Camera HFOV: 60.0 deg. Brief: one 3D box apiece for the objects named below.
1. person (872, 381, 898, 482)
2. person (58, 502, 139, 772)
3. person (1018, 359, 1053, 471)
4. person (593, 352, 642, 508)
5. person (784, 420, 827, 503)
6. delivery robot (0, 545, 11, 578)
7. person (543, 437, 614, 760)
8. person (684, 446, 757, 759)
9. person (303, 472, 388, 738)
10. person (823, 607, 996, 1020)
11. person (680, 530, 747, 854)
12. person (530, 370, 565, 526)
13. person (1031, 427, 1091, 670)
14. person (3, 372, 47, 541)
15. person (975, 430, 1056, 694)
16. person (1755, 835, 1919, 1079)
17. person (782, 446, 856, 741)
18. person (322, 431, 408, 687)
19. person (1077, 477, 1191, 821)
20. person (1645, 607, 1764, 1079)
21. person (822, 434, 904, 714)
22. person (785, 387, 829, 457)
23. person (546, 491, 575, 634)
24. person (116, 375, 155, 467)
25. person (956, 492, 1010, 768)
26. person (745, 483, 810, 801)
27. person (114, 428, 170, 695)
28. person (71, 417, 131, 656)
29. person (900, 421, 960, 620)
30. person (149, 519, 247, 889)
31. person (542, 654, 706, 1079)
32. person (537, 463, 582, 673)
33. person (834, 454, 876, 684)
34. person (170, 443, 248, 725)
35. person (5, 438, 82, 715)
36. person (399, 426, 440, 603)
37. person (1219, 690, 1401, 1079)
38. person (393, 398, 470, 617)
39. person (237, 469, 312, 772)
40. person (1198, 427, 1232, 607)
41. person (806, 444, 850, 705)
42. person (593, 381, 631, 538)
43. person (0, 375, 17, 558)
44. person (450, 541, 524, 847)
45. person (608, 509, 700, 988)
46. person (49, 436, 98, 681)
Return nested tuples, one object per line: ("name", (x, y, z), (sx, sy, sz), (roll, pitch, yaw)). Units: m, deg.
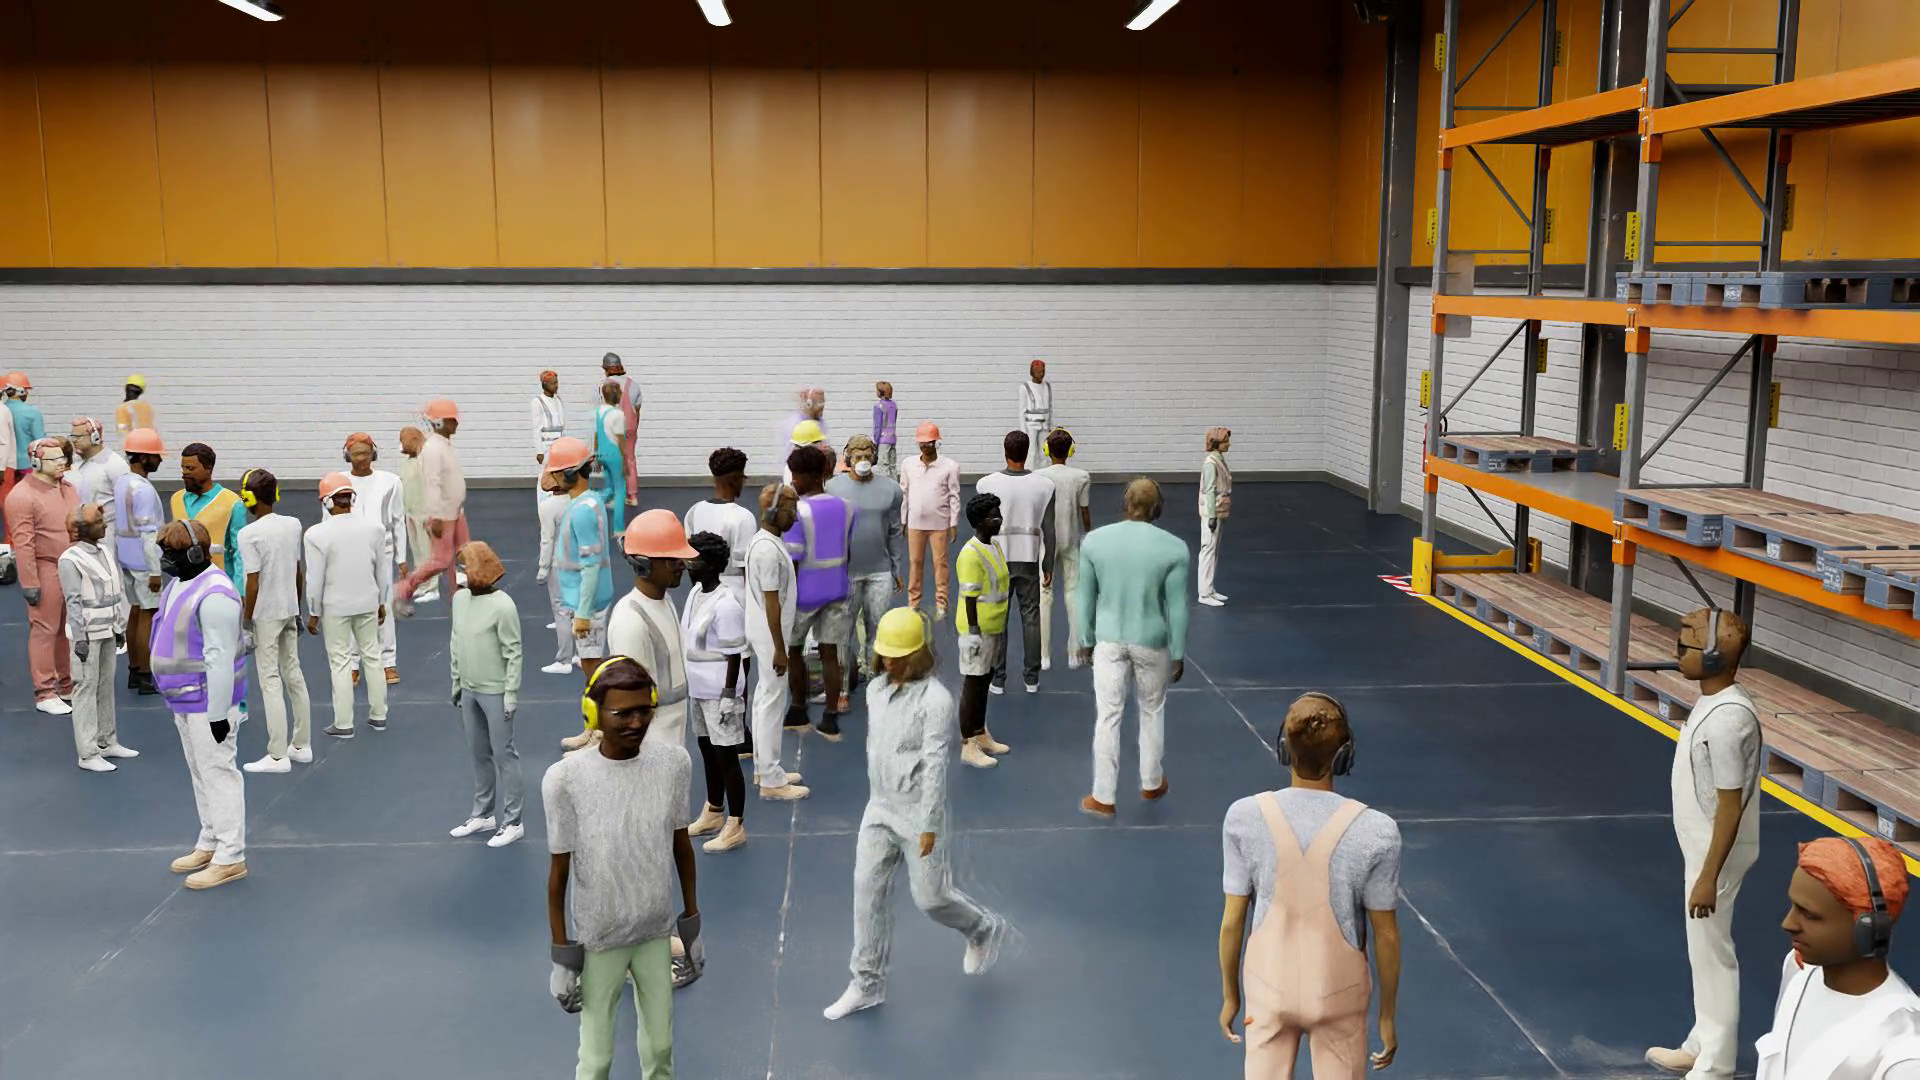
("person", (-0.987, -1.273, 21.897), (0.308, 1.645, 0.514), (4, 10, 25))
("person", (-5.313, 0.588, 10.211), (0.306, 1.645, 0.514), (0, 9, -2))
("person", (1.048, -1.539, 22.849), (0.584, 1.877, 0.356), (-7, 12, -39))
("person", (-4.516, -1.445, 21.732), (0.683, 2.000, 0.535), (-9, 13, -44))
("person", (-1.246, -0.074, 13.755), (0.404, 1.836, 0.600), (-3, 10, -20))
("delivery robot", (-9.550, 0.162, 15.999), (0.707, 0.478, 0.477), (0, 9, 1))
("person", (-2.354, 0.376, 10.321), (0.404, 2.034, 0.609), (-2, 9, -11))
("person", (-1.454, 0.391, 10.440), (0.611, 1.964, 0.362), (8, 12, 40))
("person", (-4.040, 0.421, 10.935), (0.350, 1.743, 0.564), (8, 12, 42))
("person", (-0.176, 1.091, 6.849), (0.490, 1.707, 0.731), (8, 12, 40))
("person", (-1.308, 0.791, 8.766), (0.315, 1.696, 0.541), (-6, 11, -31))
("person", (-4.941, -1.106, 20.090), (0.342, 1.882, 0.586), (3, 10, 18))
("person", (0.750, 0.067, 12.776), (0.532, 1.870, 0.315), (-1, 9, -5))
("person", (-10.113, -0.812, 17.920), (0.625, 1.986, 0.391), (0, 9, 1))
("person", (0.403, 0.168, 12.024), (0.588, 1.912, 0.387), (-1, 9, -7))
("person", (1.865, 1.534, 3.556), (0.351, 1.878, 0.569), (1, 9, 6))
("person", (-0.966, 0.337, 10.891), (0.686, 1.929, 0.629), (-8, 12, -40))
("person", (-4.380, 0.141, 12.260), (0.586, 1.883, 0.343), (-3, 10, -20))
("person", (0.963, 0.604, 9.379), (0.651, 1.902, 0.704), (2, 9, 14))
("person", (2.718, 1.151, 6.041), (0.329, 1.844, 0.509), (4, 10, 23))
("person", (-0.683, 0.231, 11.522), (0.635, 1.938, 0.359), (-3, 10, -21))
("person", (-1.533, -0.625, 17.068), (0.423, 1.889, 0.668), (5, 11, 30))
("person", (-3.315, -0.025, 14.082), (0.307, 1.638, 0.512), (-7, 12, -38))
("person", (-9.543, -0.966, 19.275), (0.393, 1.877, 0.623), (1, 9, 7))
("person", (0.145, 0.547, 10.302), (0.316, 1.696, 0.540), (3, 9, 17))
("person", (-1.068, 0.585, 9.621), (0.339, 1.838, 0.514), (-2, 9, -12))
("person", (-5.879, 0.154, 12.048), (0.380, 1.929, 0.540), (-8, 12, -42))
("person", (-6.876, -0.025, 13.236), (0.652, 1.906, 0.403), (4, 10, 23))
("person", (-0.281, -0.168, 14.604), (0.560, 1.753, 0.328), (2, 9, 15))
("person", (-3.784, 0.801, 8.293), (0.429, 1.837, 0.624), (-8, 12, -40))
("person", (-1.052, 1.269, 5.265), (0.510, 1.862, 0.327), (-6, 11, -33))
("person", (-3.028, 0.200, 12.674), (0.279, 1.634, 0.499), (5, 10, 27))
("person", (-0.762, 0.190, 12.347), (0.329, 1.753, 0.575), (-1, 9, -4))
("person", (-5.020, 0.302, 11.144), (0.587, 1.920, 0.391), (3, 10, 18))
("person", (-6.275, 0.242, 11.562), (0.409, 1.907, 0.651), (1, 9, 5))
("person", (-5.042, -0.239, 15.435), (0.270, 1.631, 0.507), (-8, 12, -41))
("person", (1.009, 1.345, 4.826), (0.514, 1.843, 0.327), (3, 10, 19))
("person", (-4.527, -0.249, 14.428), (0.783, 1.973, 0.631), (0, 9, 3))
("person", (-4.205, 0.490, 10.141), (0.329, 1.865, 0.511), (3, 9, 17))
("person", (2.343, -0.220, 15.295), (0.310, 1.638, 0.522), (3, 9, 16))
("person", (-0.916, 0.238, 11.768), (0.392, 1.846, 0.564), (-2, 9, -10))
("person", (-4.012, -0.905, 19.005), (0.557, 1.830, 0.515), (-9, 12, -43))
("person", (-10.252, -0.791, 17.763), (0.373, 1.997, 0.616), (-5, 11, -31))
("person", (-2.527, 0.810, 8.846), (0.507, 1.632, 0.264), (7, 11, 36))
("person", (-1.291, 0.878, 7.141), (0.392, 2.041, 0.615), (0, 9, 1))
("person", (-6.666, 0.136, 12.460), (0.357, 1.836, 0.511), (3, 9, 16))
